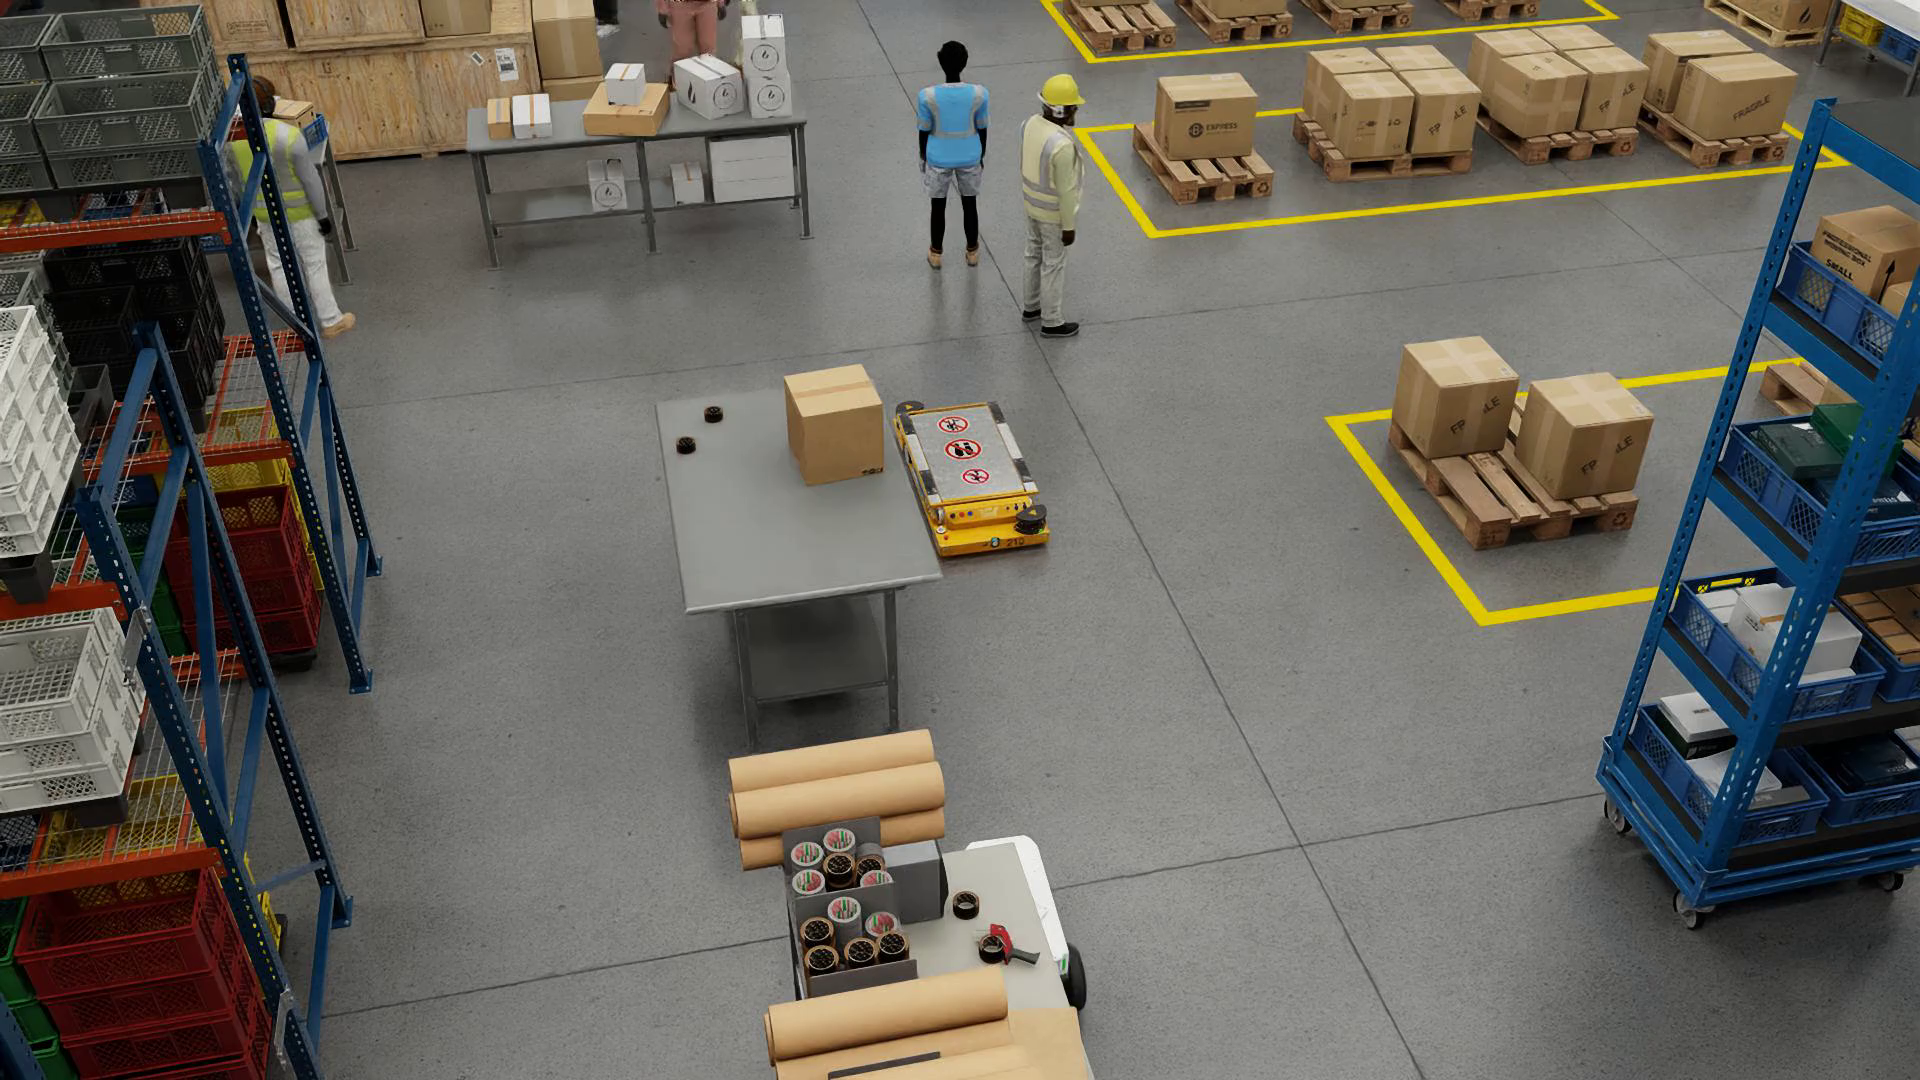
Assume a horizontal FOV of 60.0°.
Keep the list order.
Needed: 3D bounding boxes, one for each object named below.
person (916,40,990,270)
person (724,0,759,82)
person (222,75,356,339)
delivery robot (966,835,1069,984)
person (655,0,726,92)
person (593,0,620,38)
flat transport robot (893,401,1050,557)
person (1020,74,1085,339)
[{"bbox_3d":[-0.050,-2.777,12.083,0.535,1.692,0.319,-4,37,-6],"label":"person"},{"bbox_3d":[-1.924,-5.038,15.001,0.484,1.840,0.513,19,41,23],"label":"person"},{"bbox_3d":[-4.543,-2.229,11.220,0.633,1.841,0.429,6,37,8],"label":"person"},{"bbox_3d":[0.228,1.590,7.082,0.477,0.478,0.707,-6,37,-8],"label":"delivery robot"},{"bbox_3d":[-2.354,-4.713,14.529,0.664,1.883,0.512,-23,42,-27],"label":"person"},{"bbox_3d":[-3.548,-5.859,16.038,0.595,1.917,0.381,29,45,33],"label":"person"},{"bbox_3d":[0.046,-0.430,10.108,0.652,0.197,1.431,-8,37,-10],"label":"flat transport robot"},{"bbox_3d":[0.629,-2.259,11.269,0.403,1.828,0.596,-16,39,-20],"label":"person"}]
